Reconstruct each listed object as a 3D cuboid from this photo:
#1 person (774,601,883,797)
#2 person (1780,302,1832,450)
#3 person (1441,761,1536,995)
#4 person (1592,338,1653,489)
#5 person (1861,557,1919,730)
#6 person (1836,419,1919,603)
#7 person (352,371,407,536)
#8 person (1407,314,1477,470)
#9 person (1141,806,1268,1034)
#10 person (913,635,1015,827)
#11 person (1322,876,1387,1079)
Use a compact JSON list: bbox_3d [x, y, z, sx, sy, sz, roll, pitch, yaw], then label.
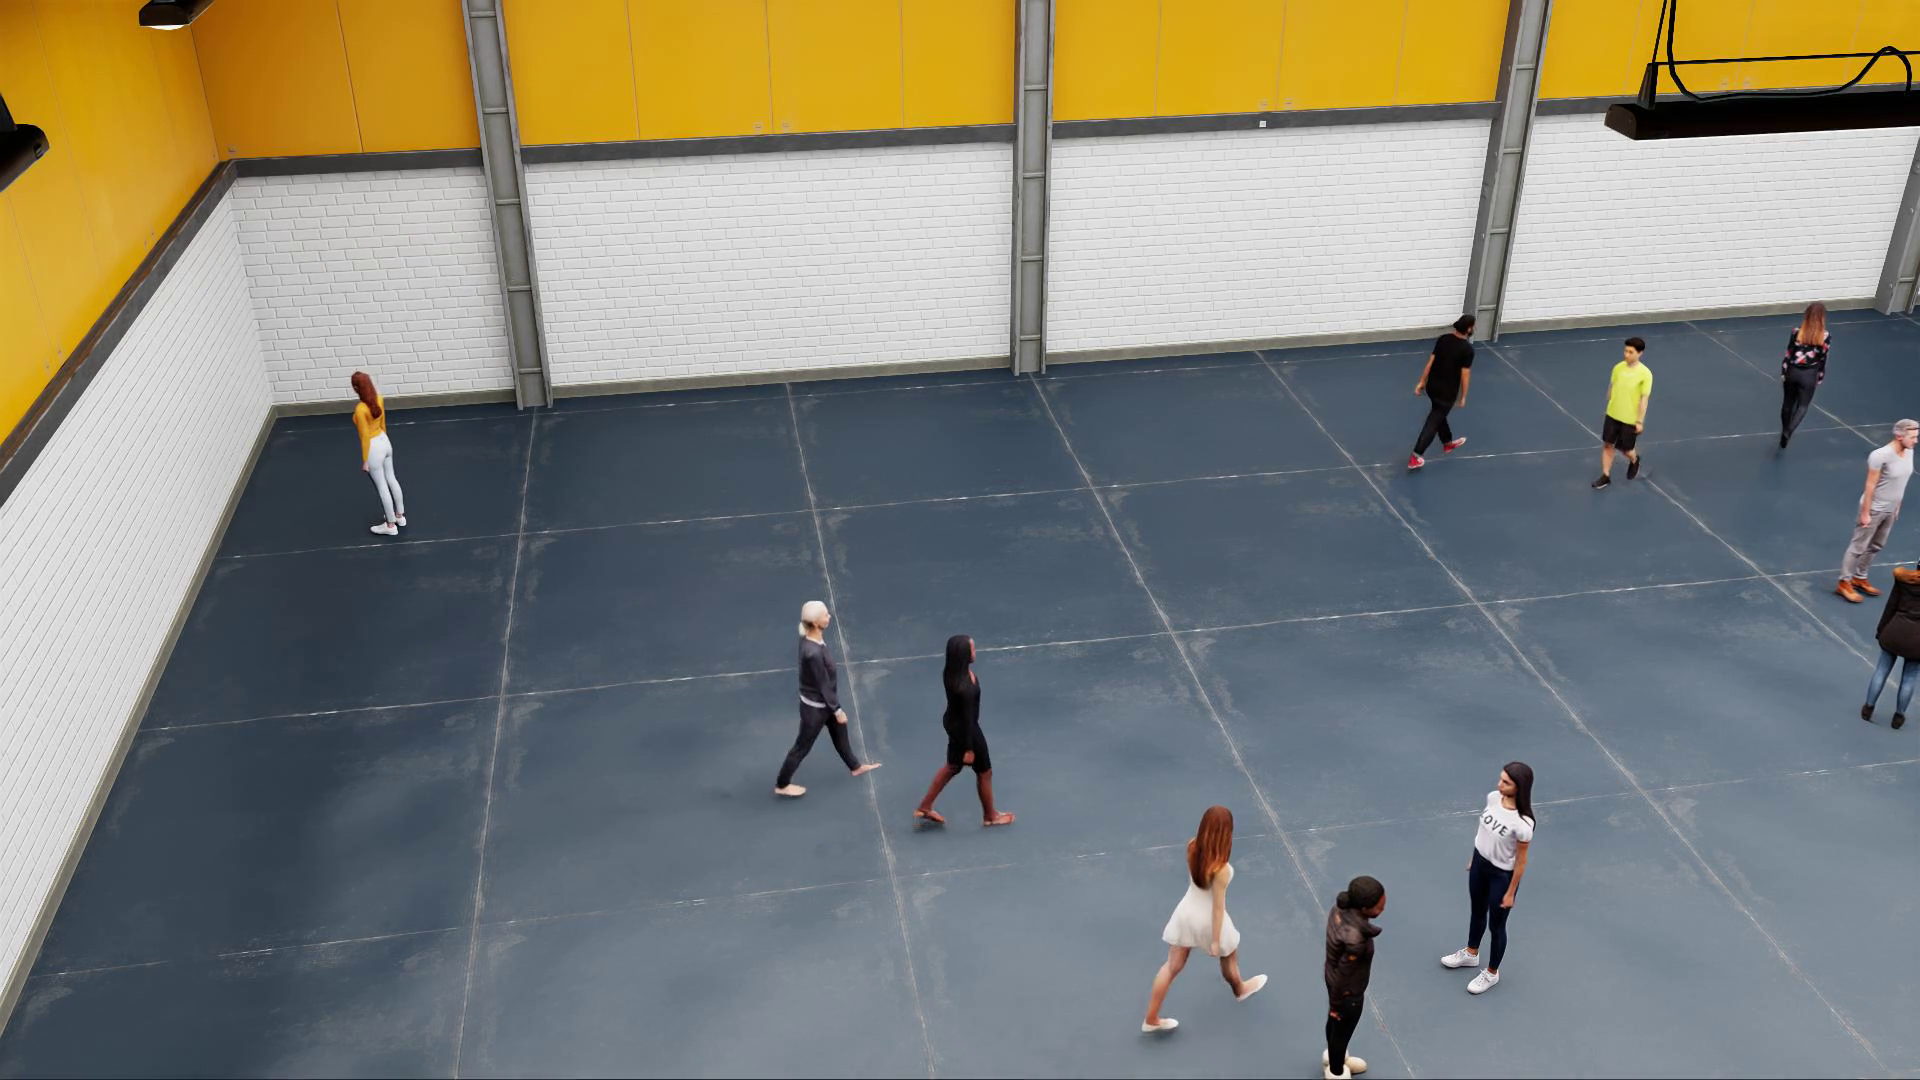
[{"bbox_3d":[-1.182,1.262,12.789,1.079,1.679,0.612,-4,29,-8],"label":"person"},{"bbox_3d":[9.313,-1.798,18.414,0.957,1.664,1.035,19,34,31],"label":"person"},{"bbox_3d":[3.534,2.202,10.965,0.572,1.775,0.629,-10,30,-18],"label":"person"},{"bbox_3d":[7.053,-1.345,17.550,0.960,1.697,0.842,-20,34,-32],"label":"person"},{"bbox_3d":[7.811,0.793,13.699,0.715,1.631,0.778,17,33,29],"label":"person"},{"bbox_3d":[8.551,-0.308,15.516,0.628,1.823,0.809,-13,31,-22],"label":"person"},{"bbox_3d":[-5.833,-0.882,16.646,0.658,1.749,0.667,7,29,12],"label":"person"},{"bbox_3d":[5.143,-1.564,17.960,1.261,1.688,0.947,-17,33,-28],"label":"person"},{"bbox_3d":[1.462,2.468,10.609,1.255,1.649,0.860,-15,32,-25],"label":"person"},{"bbox_3d":[-0.043,1.459,12.404,1.016,1.701,0.671,-8,30,-14],"label":"person"},{"bbox_3d":[2.345,2.714,10.148,0.615,1.659,0.673,-5,29,-8],"label":"person"}]
